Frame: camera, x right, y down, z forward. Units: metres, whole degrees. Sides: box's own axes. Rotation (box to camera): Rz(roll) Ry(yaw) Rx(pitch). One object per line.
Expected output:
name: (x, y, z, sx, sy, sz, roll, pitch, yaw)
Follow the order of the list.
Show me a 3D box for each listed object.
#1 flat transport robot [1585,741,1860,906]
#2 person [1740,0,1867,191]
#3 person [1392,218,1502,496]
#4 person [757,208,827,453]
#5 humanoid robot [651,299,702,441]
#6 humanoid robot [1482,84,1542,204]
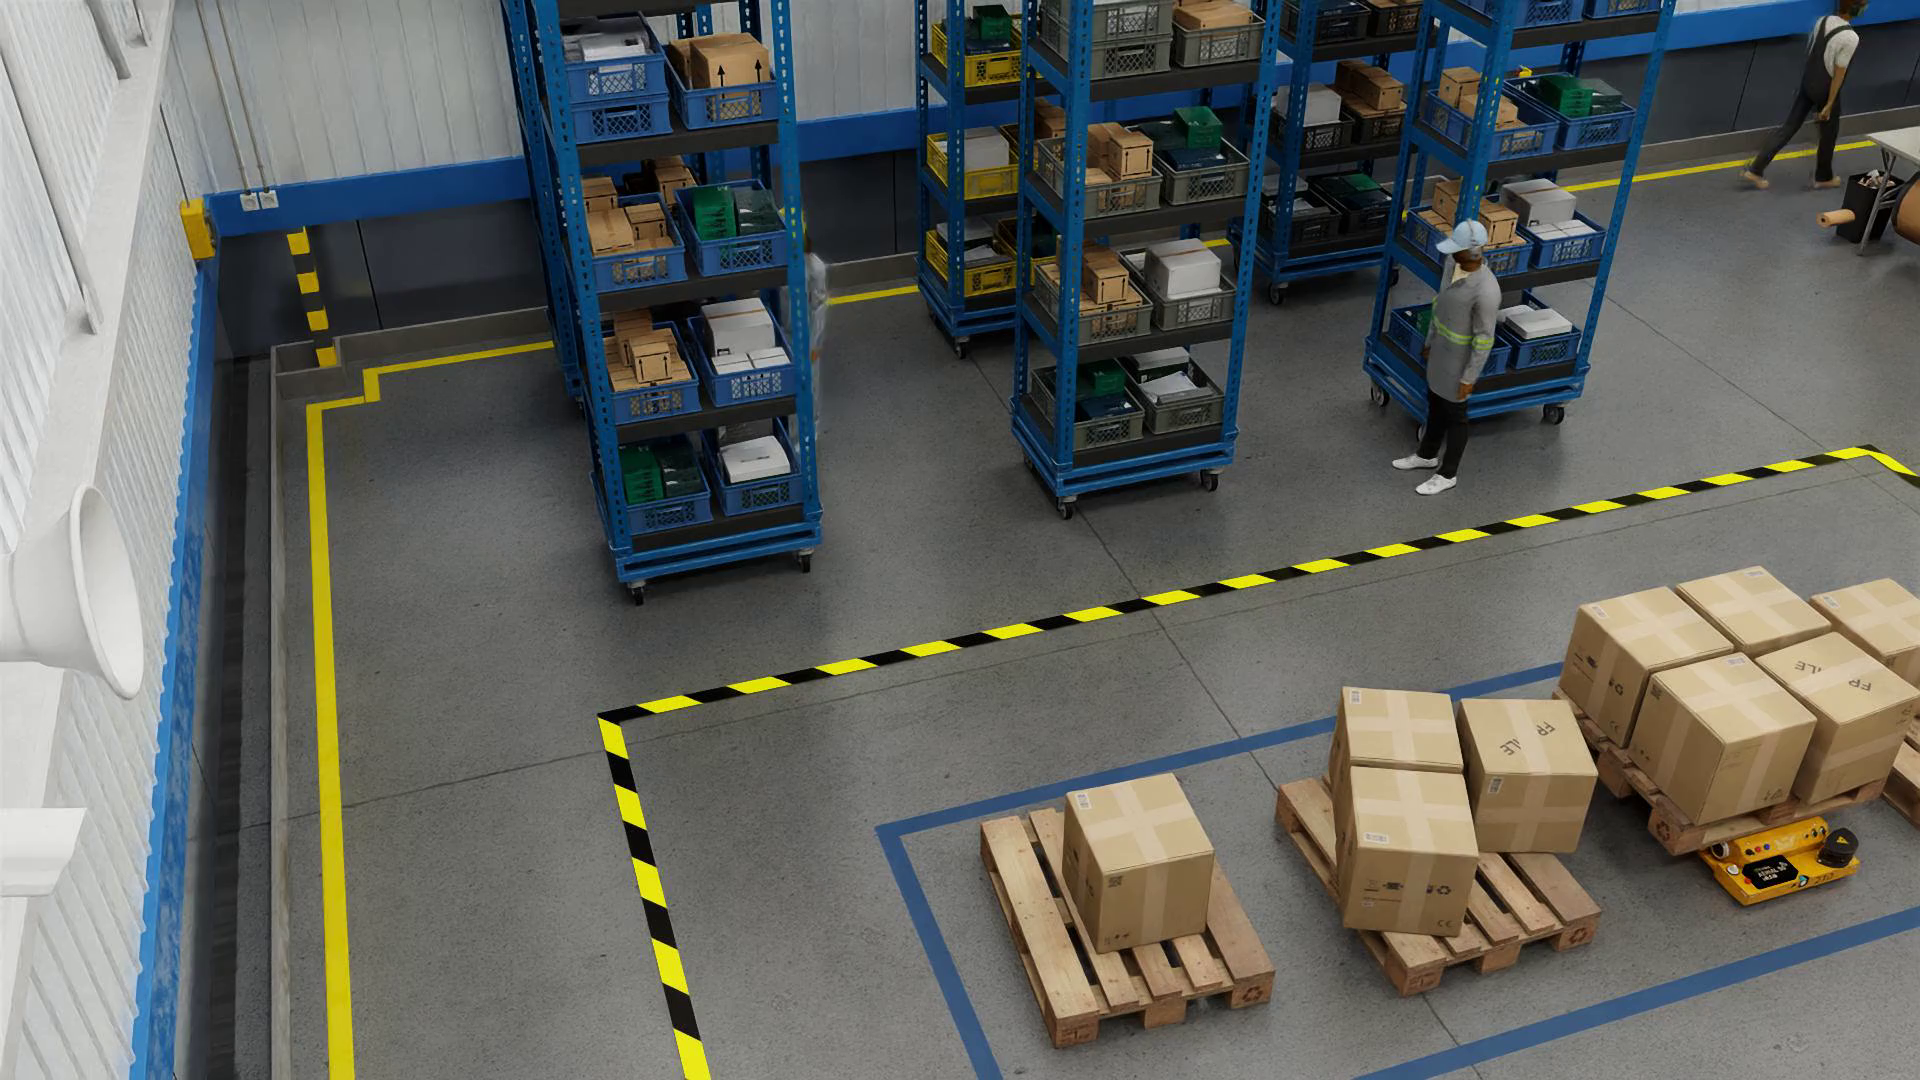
flat transport robot: (3.738, 1.188, 8.347, 0.652, 0.197, 1.431, -11, 37, -15)
person: (7.292, -3.816, 14.129, 0.930, 1.810, 0.507, -10, 36, -14)
person: (3.023, -1.133, 10.293, 0.404, 1.847, 0.587, -7, 36, -10)
person: (-1.106, -1.280, 10.599, 0.513, 1.725, 0.561, 14, 37, 19)
humanoid robot: (-1.729, -1.149, 10.526, 0.793, 1.643, 0.615, -28, 44, -33)
humanoid robot: (4.216, -2.506, 12.426, 0.733, 1.890, 0.546, -17, 39, -23)
